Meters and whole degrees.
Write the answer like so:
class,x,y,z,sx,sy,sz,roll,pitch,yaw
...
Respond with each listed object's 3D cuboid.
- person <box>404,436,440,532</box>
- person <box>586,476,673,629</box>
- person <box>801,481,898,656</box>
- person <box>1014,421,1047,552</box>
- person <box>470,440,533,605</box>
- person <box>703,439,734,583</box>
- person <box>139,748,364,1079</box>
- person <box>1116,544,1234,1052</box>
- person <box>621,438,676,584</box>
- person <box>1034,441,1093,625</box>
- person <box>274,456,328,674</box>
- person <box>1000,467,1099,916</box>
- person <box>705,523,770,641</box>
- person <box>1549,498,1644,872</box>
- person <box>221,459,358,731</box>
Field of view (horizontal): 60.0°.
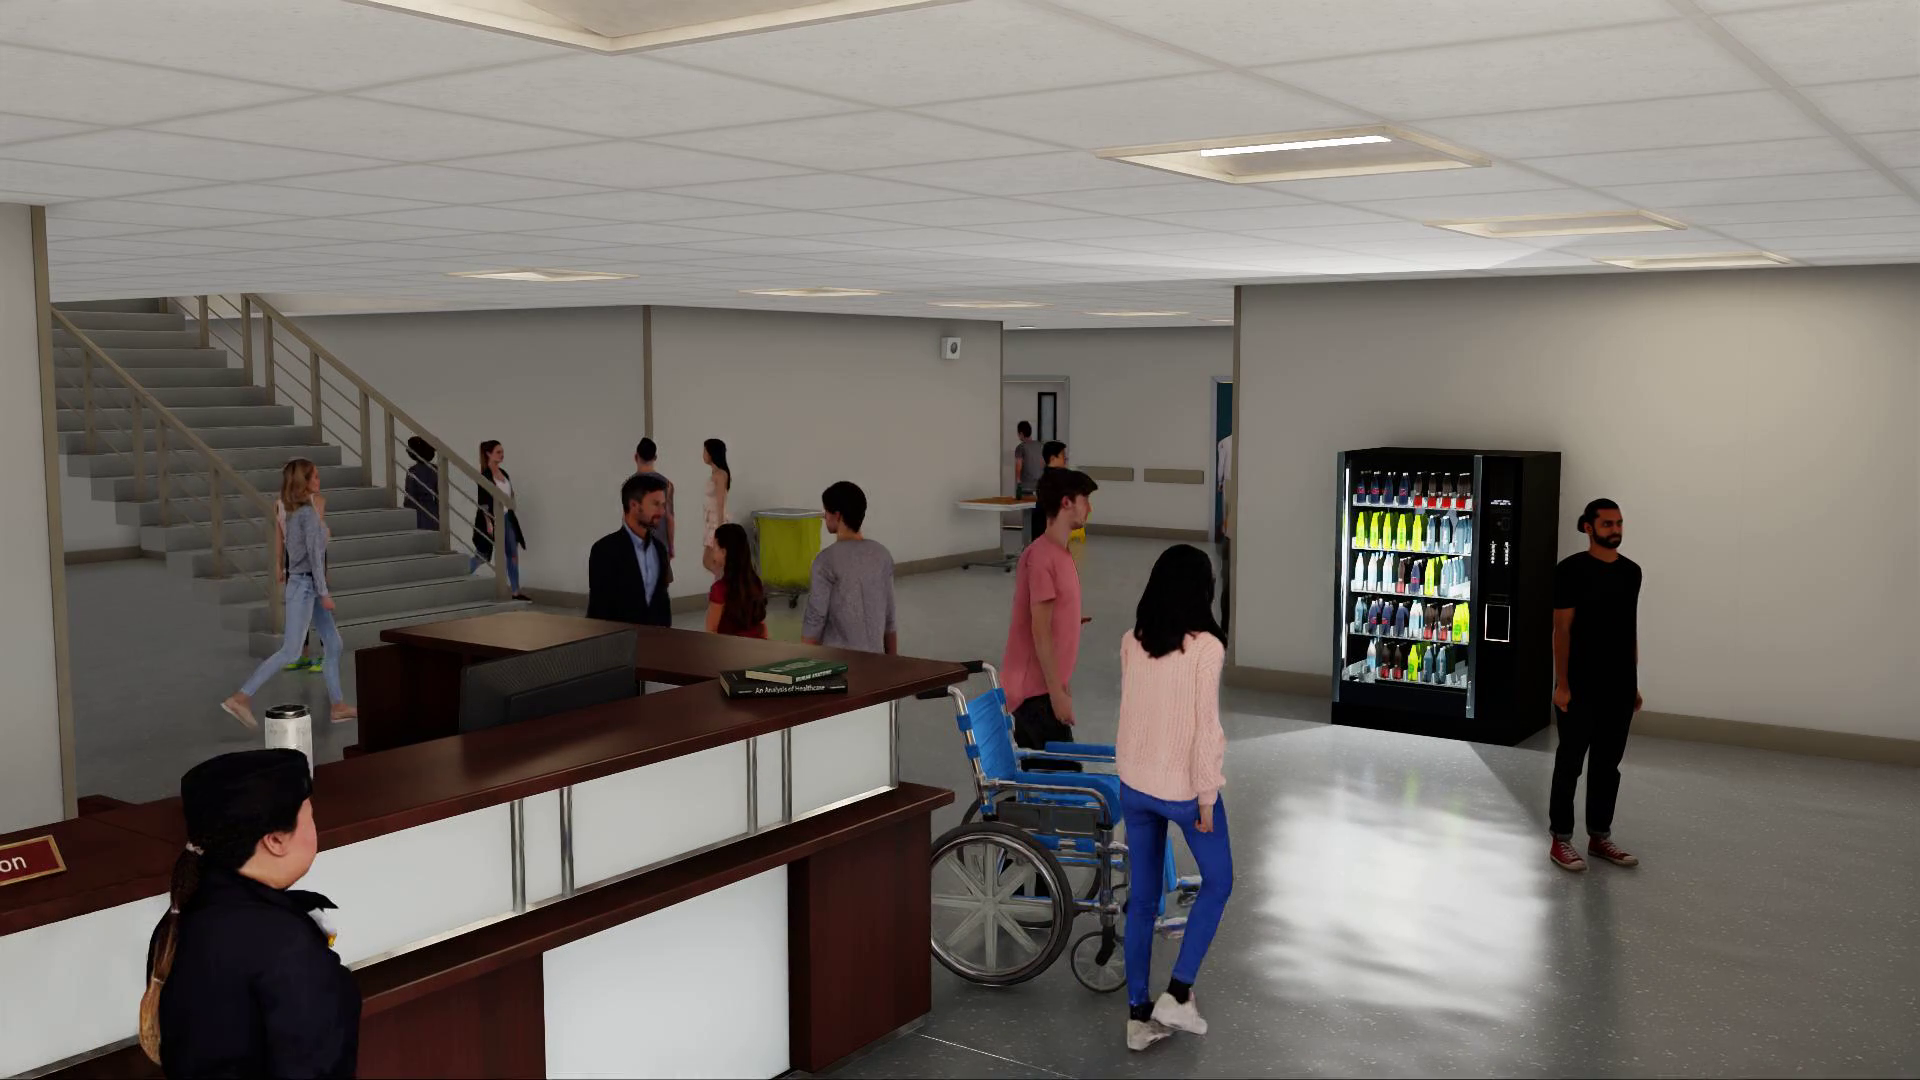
class,x,y,z,sx,sy,sz,roll,pitch,yaw
person,-5.427,-0.202,16.995,0.845,1.694,0.625,3,7,30
person,-1.680,0.613,8.147,0.763,1.844,0.670,4,7,35
person,-0.473,0.653,7.893,1.131,1.815,0.730,5,8,43
person,0.976,-0.624,21.031,0.813,1.727,0.919,-4,7,-33
person,-4.755,-0.144,16.674,1.162,1.644,0.769,3,6,24
person,-2.195,-0.086,15.733,0.830,1.716,0.773,-2,6,-20
person,-1.318,1.224,2.976,0.711,1.664,0.808,5,8,42
person,0.670,0.900,5.732,0.598,1.756,0.753,5,8,43
person,-2.663,0.048,14.115,0.706,1.844,0.692,-4,7,-33
person,0.766,-0.052,15.435,0.976,1.708,0.889,0,6,4
person,-5.156,0.186,13.104,0.585,1.702,0.724,2,6,15
person,0.248,0.663,7.205,0.850,1.934,0.791,1,6,12
person,-1.117,0.701,8.933,0.992,1.512,0.589,4,7,33
person,3.033,0.676,7.949,0.727,1.758,0.764,-2,6,-17
person,-4.344,0.388,10.798,1.003,1.760,1.171,-3,6,-28
